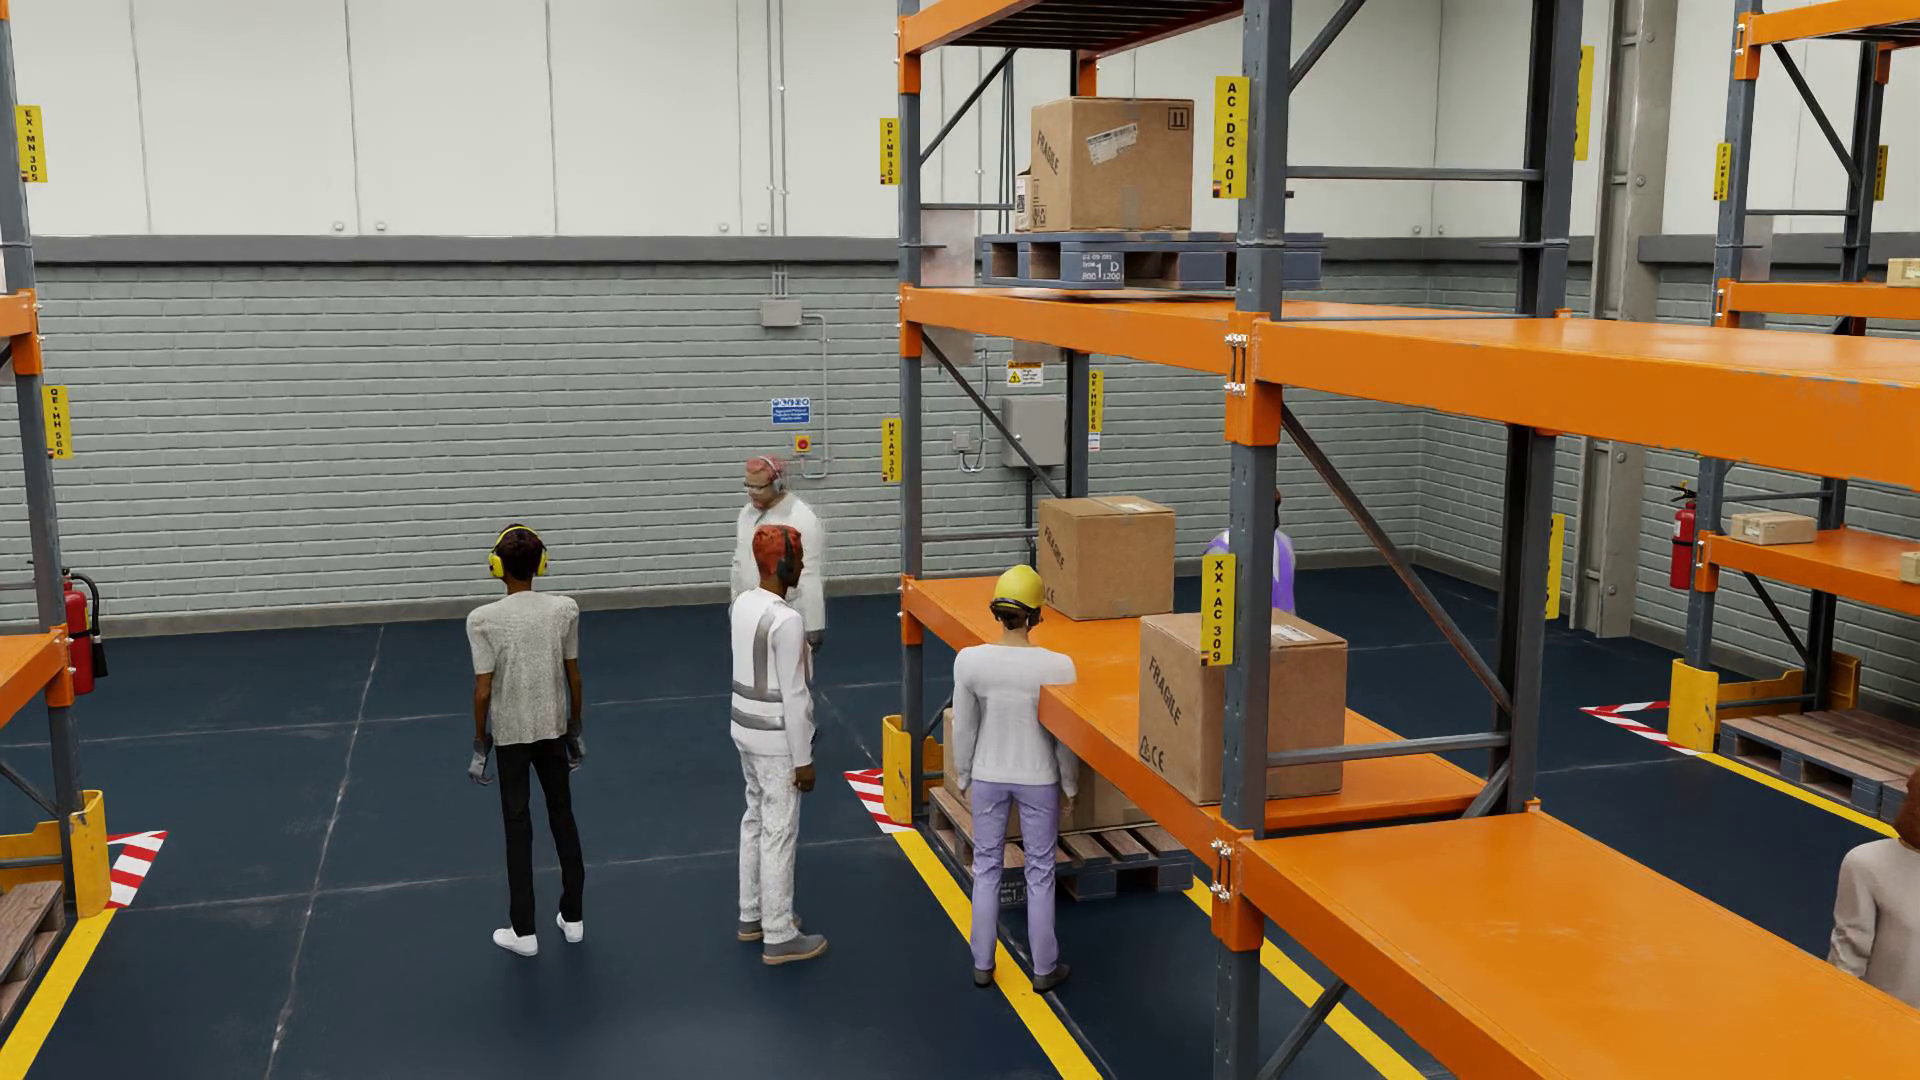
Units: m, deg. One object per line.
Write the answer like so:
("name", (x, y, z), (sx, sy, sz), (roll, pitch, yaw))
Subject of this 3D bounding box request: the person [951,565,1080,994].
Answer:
("person", (0.233, 0.975, 6.798), (0.533, 1.768, 0.310), (3, 10, 15))

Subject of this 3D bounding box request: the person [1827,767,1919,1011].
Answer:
("person", (2.735, 1.402, 4.738), (0.507, 1.632, 0.268), (2, 10, 14))

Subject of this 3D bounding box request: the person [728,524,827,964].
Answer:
("person", (-0.804, 0.861, 7.138), (0.344, 1.879, 0.581), (-5, 11, -28))

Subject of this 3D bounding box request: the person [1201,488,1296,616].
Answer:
("person", (1.536, 0.598, 8.731), (0.624, 1.844, 0.430), (-9, 13, -40))

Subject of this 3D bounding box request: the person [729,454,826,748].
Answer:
("person", (-1.060, 0.437, 9.546), (0.462, 1.875, 0.763), (-10, 14, -43))

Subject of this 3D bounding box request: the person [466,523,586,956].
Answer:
("person", (-1.869, 0.858, 7.169), (0.517, 1.873, 0.334), (-7, 12, -35))
